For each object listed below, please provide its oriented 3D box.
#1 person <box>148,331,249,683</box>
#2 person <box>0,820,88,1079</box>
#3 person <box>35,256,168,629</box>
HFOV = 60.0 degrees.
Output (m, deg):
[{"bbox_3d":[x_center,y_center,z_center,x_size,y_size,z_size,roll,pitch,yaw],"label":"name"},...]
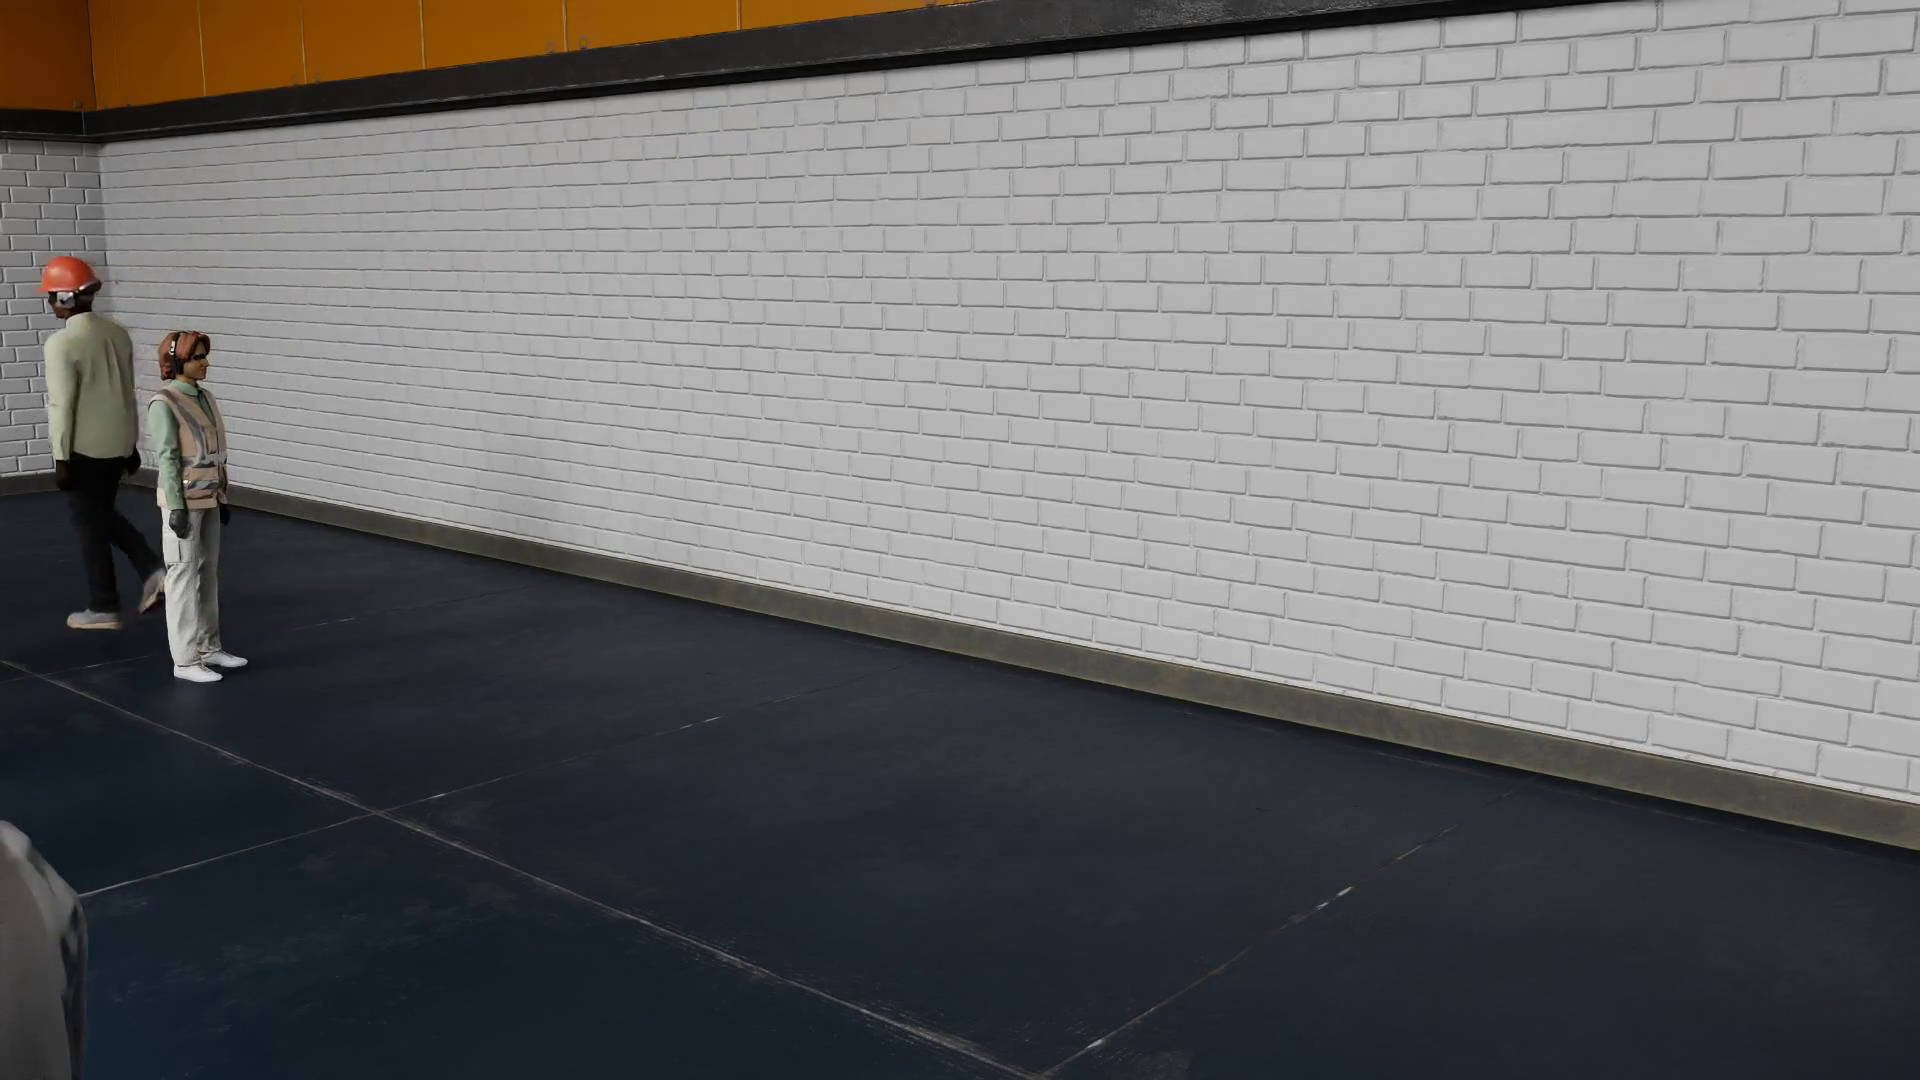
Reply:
[{"bbox_3d":[-3.605,-0.159,7.828,0.308,1.641,0.511,0,10,-1],"label":"person"},{"bbox_3d":[-0.783,0.850,1.152,0.367,1.966,0.605,-2,10,-12],"label":"person"},{"bbox_3d":[-4.544,-0.497,8.772,0.498,1.978,0.633,2,10,9],"label":"person"}]
